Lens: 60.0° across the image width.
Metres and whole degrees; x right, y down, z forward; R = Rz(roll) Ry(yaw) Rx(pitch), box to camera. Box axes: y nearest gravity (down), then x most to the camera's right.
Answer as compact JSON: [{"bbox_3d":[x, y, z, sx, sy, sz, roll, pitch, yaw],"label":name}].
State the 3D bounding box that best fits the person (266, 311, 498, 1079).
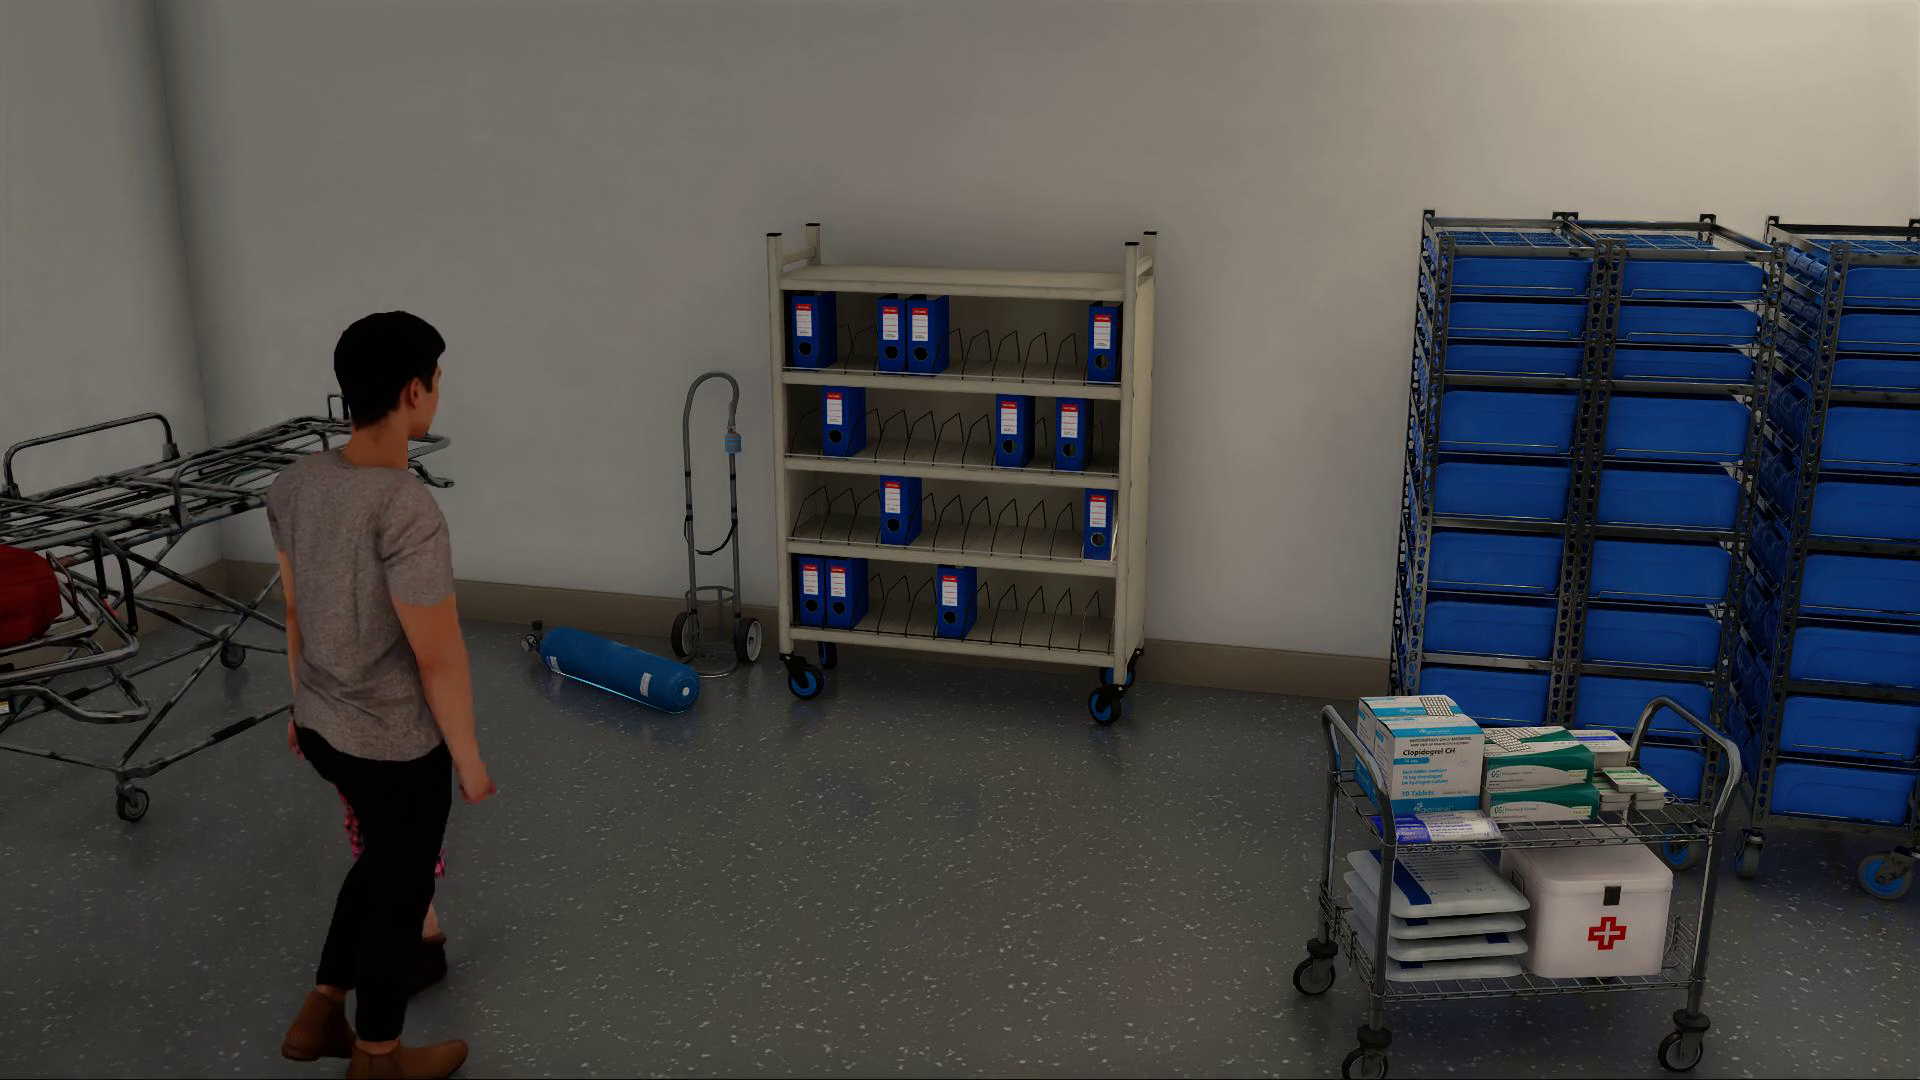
[{"bbox_3d":[-1.254,0.408,3.358,0.762,1.692,0.792,11,19,35],"label":"person"}]
